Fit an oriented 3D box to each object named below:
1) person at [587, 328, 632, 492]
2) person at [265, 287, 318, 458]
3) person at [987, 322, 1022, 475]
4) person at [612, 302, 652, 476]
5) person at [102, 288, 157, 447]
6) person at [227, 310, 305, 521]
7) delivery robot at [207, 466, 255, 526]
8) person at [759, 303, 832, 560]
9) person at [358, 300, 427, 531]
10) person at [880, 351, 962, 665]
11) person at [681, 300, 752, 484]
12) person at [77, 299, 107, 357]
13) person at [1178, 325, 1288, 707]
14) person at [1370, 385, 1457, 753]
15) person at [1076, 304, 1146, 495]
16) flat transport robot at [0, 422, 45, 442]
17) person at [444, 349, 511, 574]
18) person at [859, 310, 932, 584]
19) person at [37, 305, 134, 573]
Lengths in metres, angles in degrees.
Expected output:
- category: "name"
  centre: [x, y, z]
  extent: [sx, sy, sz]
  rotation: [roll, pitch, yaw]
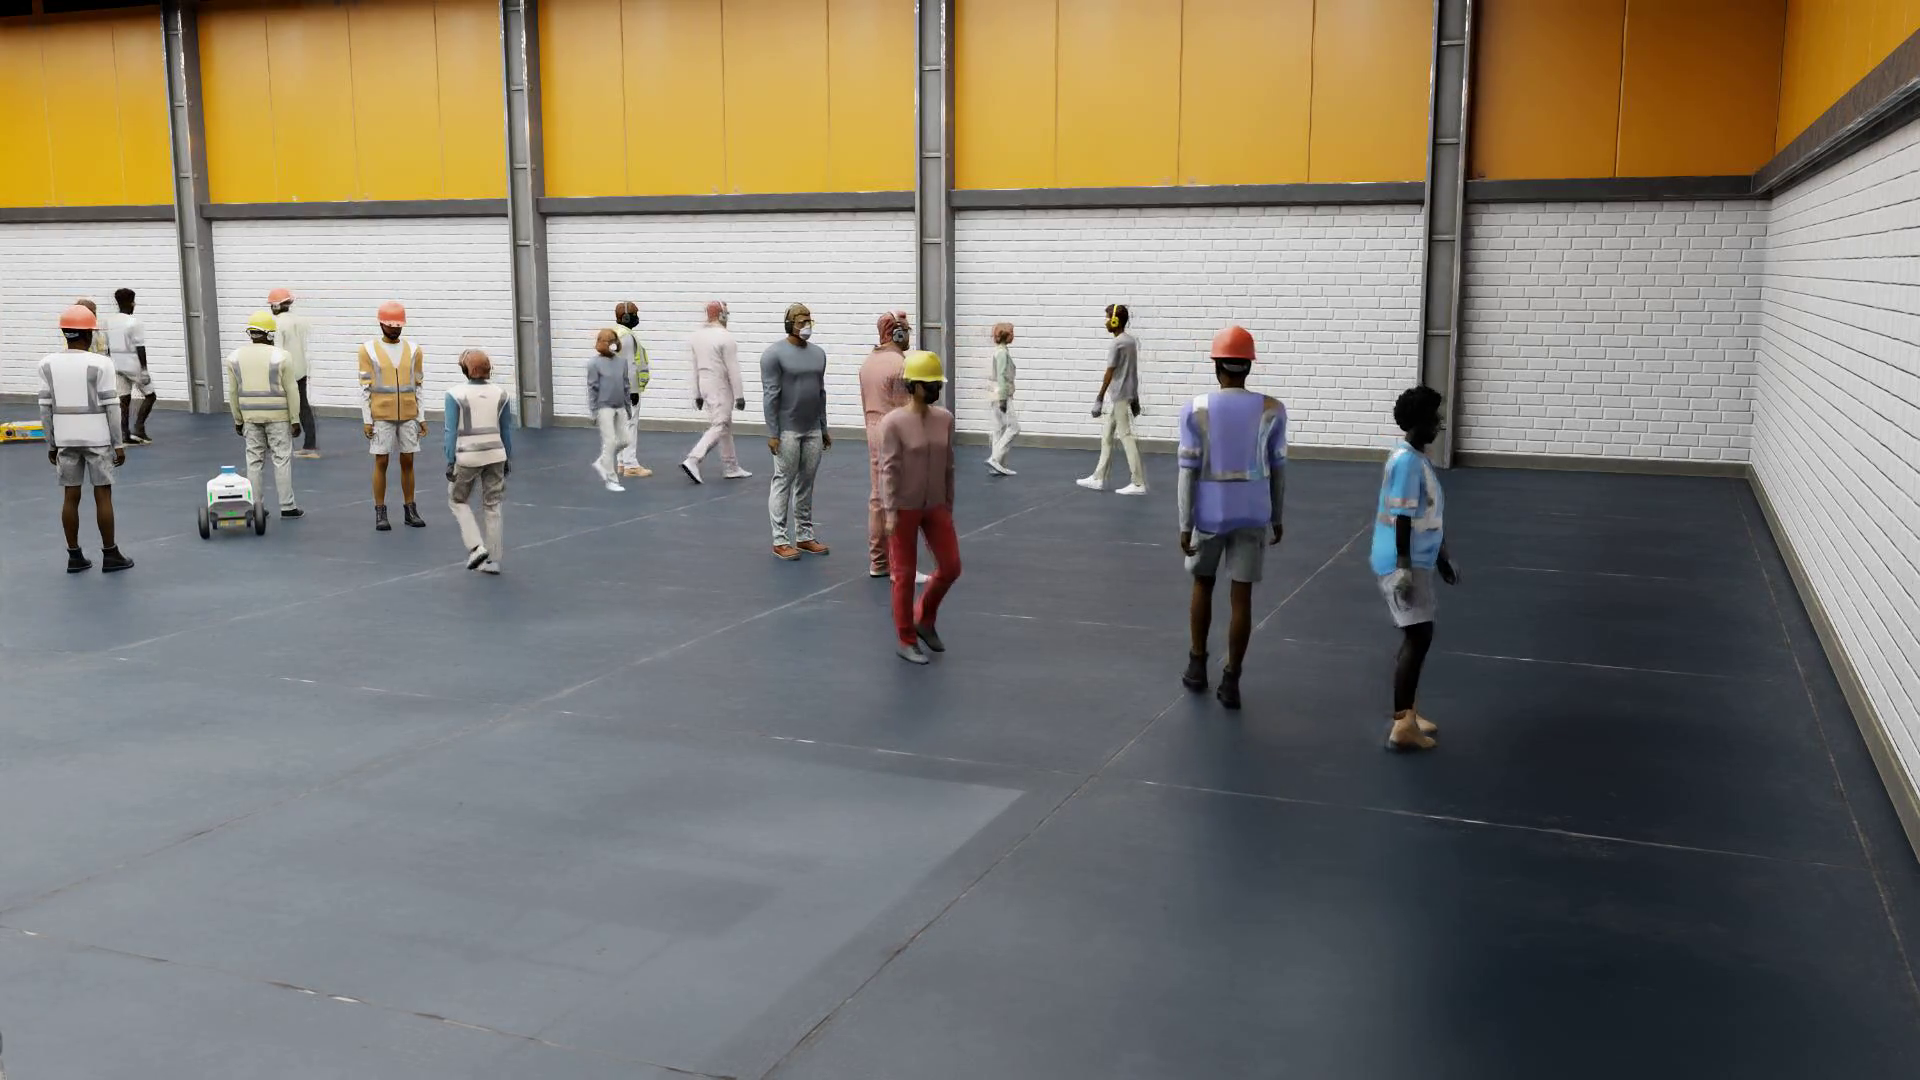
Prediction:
- category: "person"
  centre: [-3.483, -1.292, 16.445]
  extent: [0.461, 1.615, 0.514]
  rotation: [7, 12, 38]
- category: "person"
  centre: [-7.860, -1.920, 19.201]
  extent: [0.922, 1.955, 0.660]
  rotation: [2, 10, 14]
- category: "person"
  centre: [0.467, -1.477, 17.515]
  extent: [0.370, 1.625, 0.536]
  rotation: [-1, 9, -3]
- category: "person"
  centre: [-3.499, -1.593, 17.600]
  extent: [0.429, 1.844, 0.627]
  rotation: [-4, 10, -23]
- category: "person"
  centre: [-10.169, -2.118, 20.435]
  extent: [0.648, 1.949, 0.467]
  rotation: [3, 10, 19]
- category: "person"
  centre: [-6.034, -1.077, 14.495]
  extent: [0.601, 1.830, 0.404]
  rotation: [0, 9, 2]
- category: "delivery robot"
  centre: [-6.060, -0.371, 13.800]
  extent: [0.477, 0.478, 0.707]
  rotation: [-4, 10, -24]
- category: "person"
  centre: [-1.232, -0.827, 12.658]
  extent: [0.371, 1.941, 0.627]
  rotation: [8, 12, 40]
- category: "person"
  centre: [-4.765, -1.047, 14.028]
  extent: [0.542, 1.929, 0.368]
  rotation: [-7, 12, -35]
- category: "person"
  centre: [-0.218, -0.173, 9.249]
  extent: [0.536, 1.752, 0.363]
  rotation: [-7, 12, -35]
- category: "person"
  centre: [-2.520, -1.525, 17.078]
  extent: [0.897, 1.878, 0.648]
  rotation: [-8, 12, -40]
- category: "person"
  centre: [-11.095, -2.162, 21.185]
  extent: [0.435, 1.801, 0.699]
  rotation: [-3, 10, -15]
- category: "person"
  centre: [1.389, -0.136, 8.533]
  extent: [0.564, 1.912, 0.712]
  rotation: [1, 9, 5]
- category: "person"
  centre: [2.098, 0.118, 7.753]
  extent: [0.364, 1.662, 0.624]
  rotation: [4, 10, 21]
- category: "person"
  centre: [1.444, -1.357, 16.170]
  extent: [0.868, 1.830, 0.530]
  rotation: [5, 10, 26]
- category: "flat transport robot"
  centre: [-11.564, -1.397, 21.155]
  extent: [1.431, 0.197, 0.652]
  rotation: [-4, 10, -23]
- category: "person"
  centre: [-3.463, -0.557, 11.951]
  extent: [0.543, 1.623, 0.379]
  rotation: [-8, 12, -41]
- category: "person"
  centre: [-0.444, -0.651, 11.682]
  extent: [0.410, 1.913, 0.643]
  rotation: [-5, 11, -30]
- category: "person"
  centre: [-6.336, -0.726, 12.056]
  extent: [0.550, 1.935, 0.376]
  rotation: [0, 9, -2]
